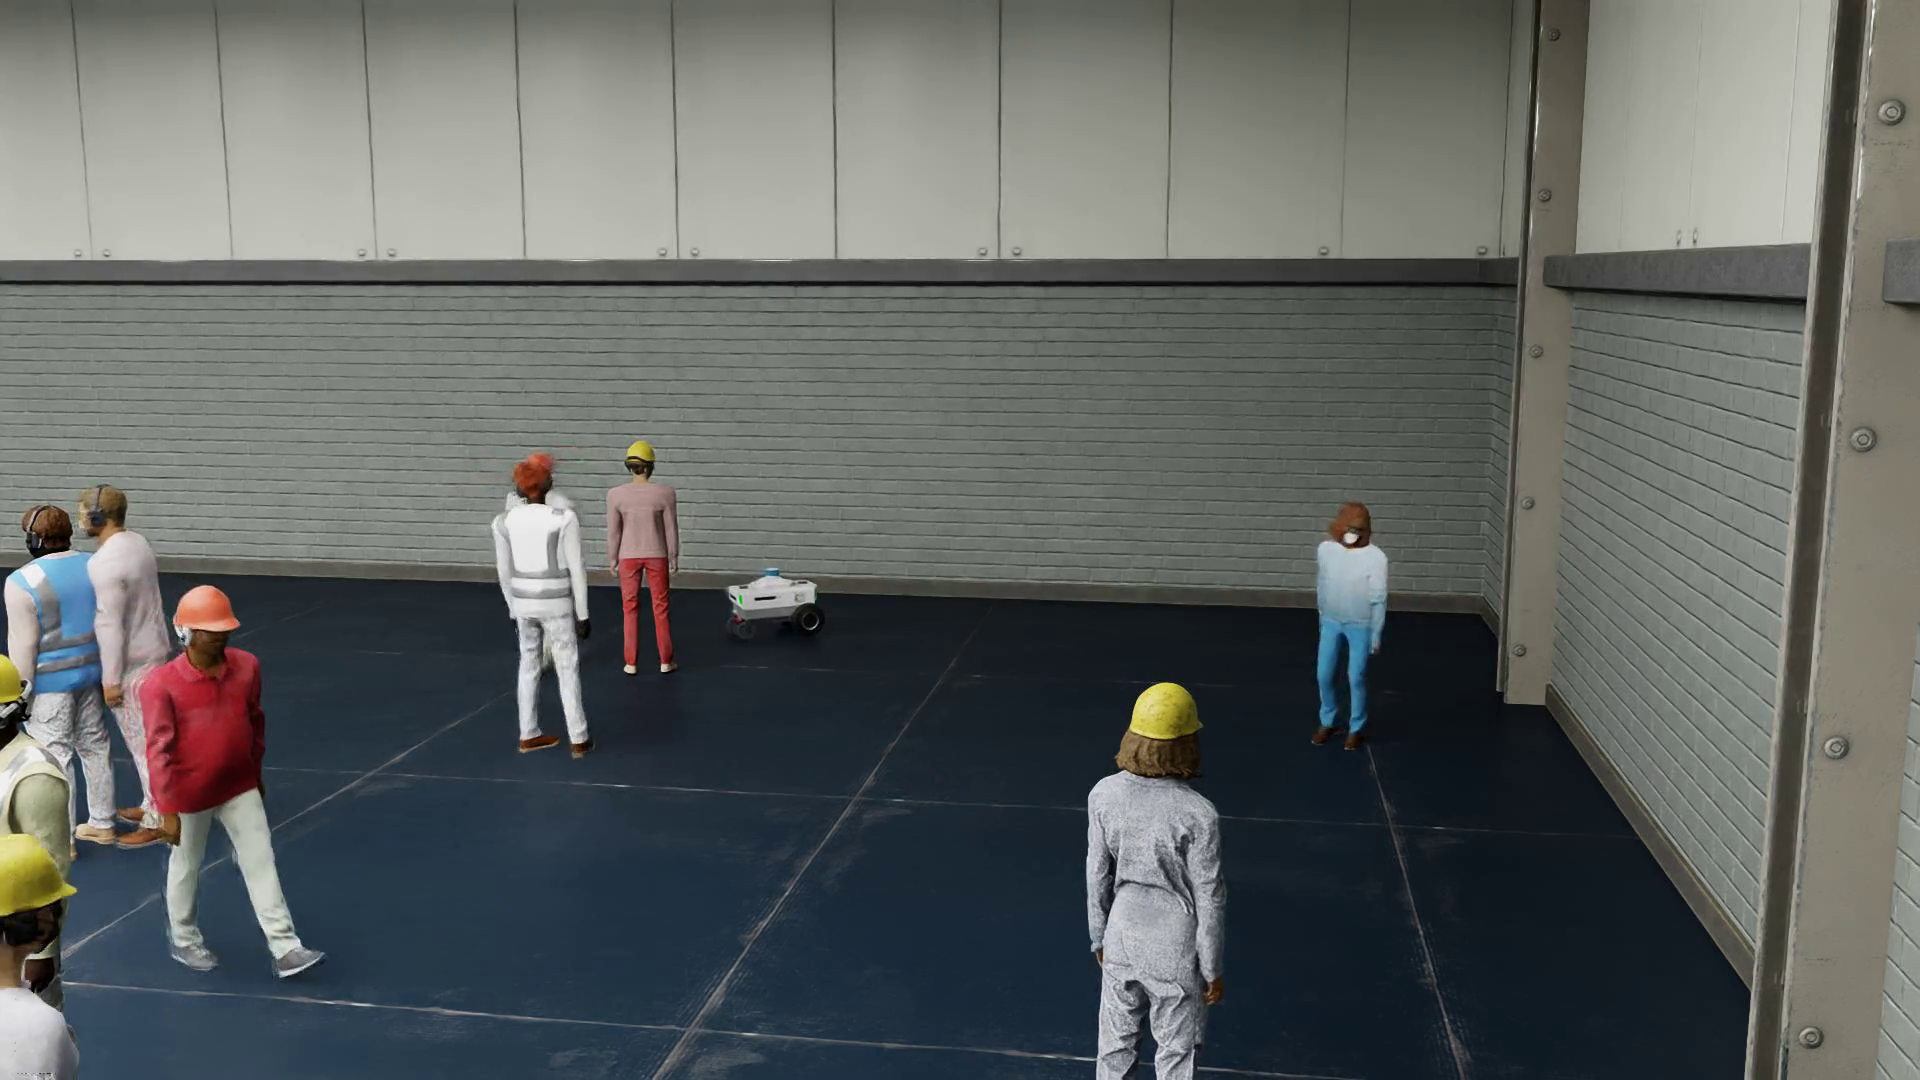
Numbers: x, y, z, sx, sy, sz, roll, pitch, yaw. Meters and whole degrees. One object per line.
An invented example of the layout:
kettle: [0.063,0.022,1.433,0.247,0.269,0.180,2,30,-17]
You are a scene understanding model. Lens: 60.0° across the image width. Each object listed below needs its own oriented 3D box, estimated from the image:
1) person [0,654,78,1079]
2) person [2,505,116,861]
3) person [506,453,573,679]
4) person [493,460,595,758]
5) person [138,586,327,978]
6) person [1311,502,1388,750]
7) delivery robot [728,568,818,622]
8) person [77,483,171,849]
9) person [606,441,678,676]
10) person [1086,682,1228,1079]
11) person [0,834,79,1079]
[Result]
person: [-3.130,1.249,5.431,0.590,1.833,0.403,6,11,34]
person: [-4.651,0.732,8.593,0.429,1.842,0.633,3,10,17]
person: [-3.123,0.190,12.322,0.617,1.711,0.517,4,10,22]
person: [-2.597,0.429,10.386,0.588,1.876,0.361,2,9,14]
person: [-3.113,1.045,7.037,0.888,1.707,0.593,6,11,34]
person: [2.459,0.546,10.443,0.515,1.604,0.468,7,12,38]
delivery robot: [-1.557,0.476,13.842,0.707,0.478,0.477,-4,10,-24]
person: [-4.407,0.656,8.822,0.400,1.929,0.638,-2,9,-10]
person: [-2.376,0.141,12.480,0.527,1.765,0.328,-1,9,-7]
person: [0.638,1.309,5.337,0.492,1.743,0.295,7,12,37]
person: [-2.175,1.547,3.843,0.545,1.748,0.414,6,11,33]
